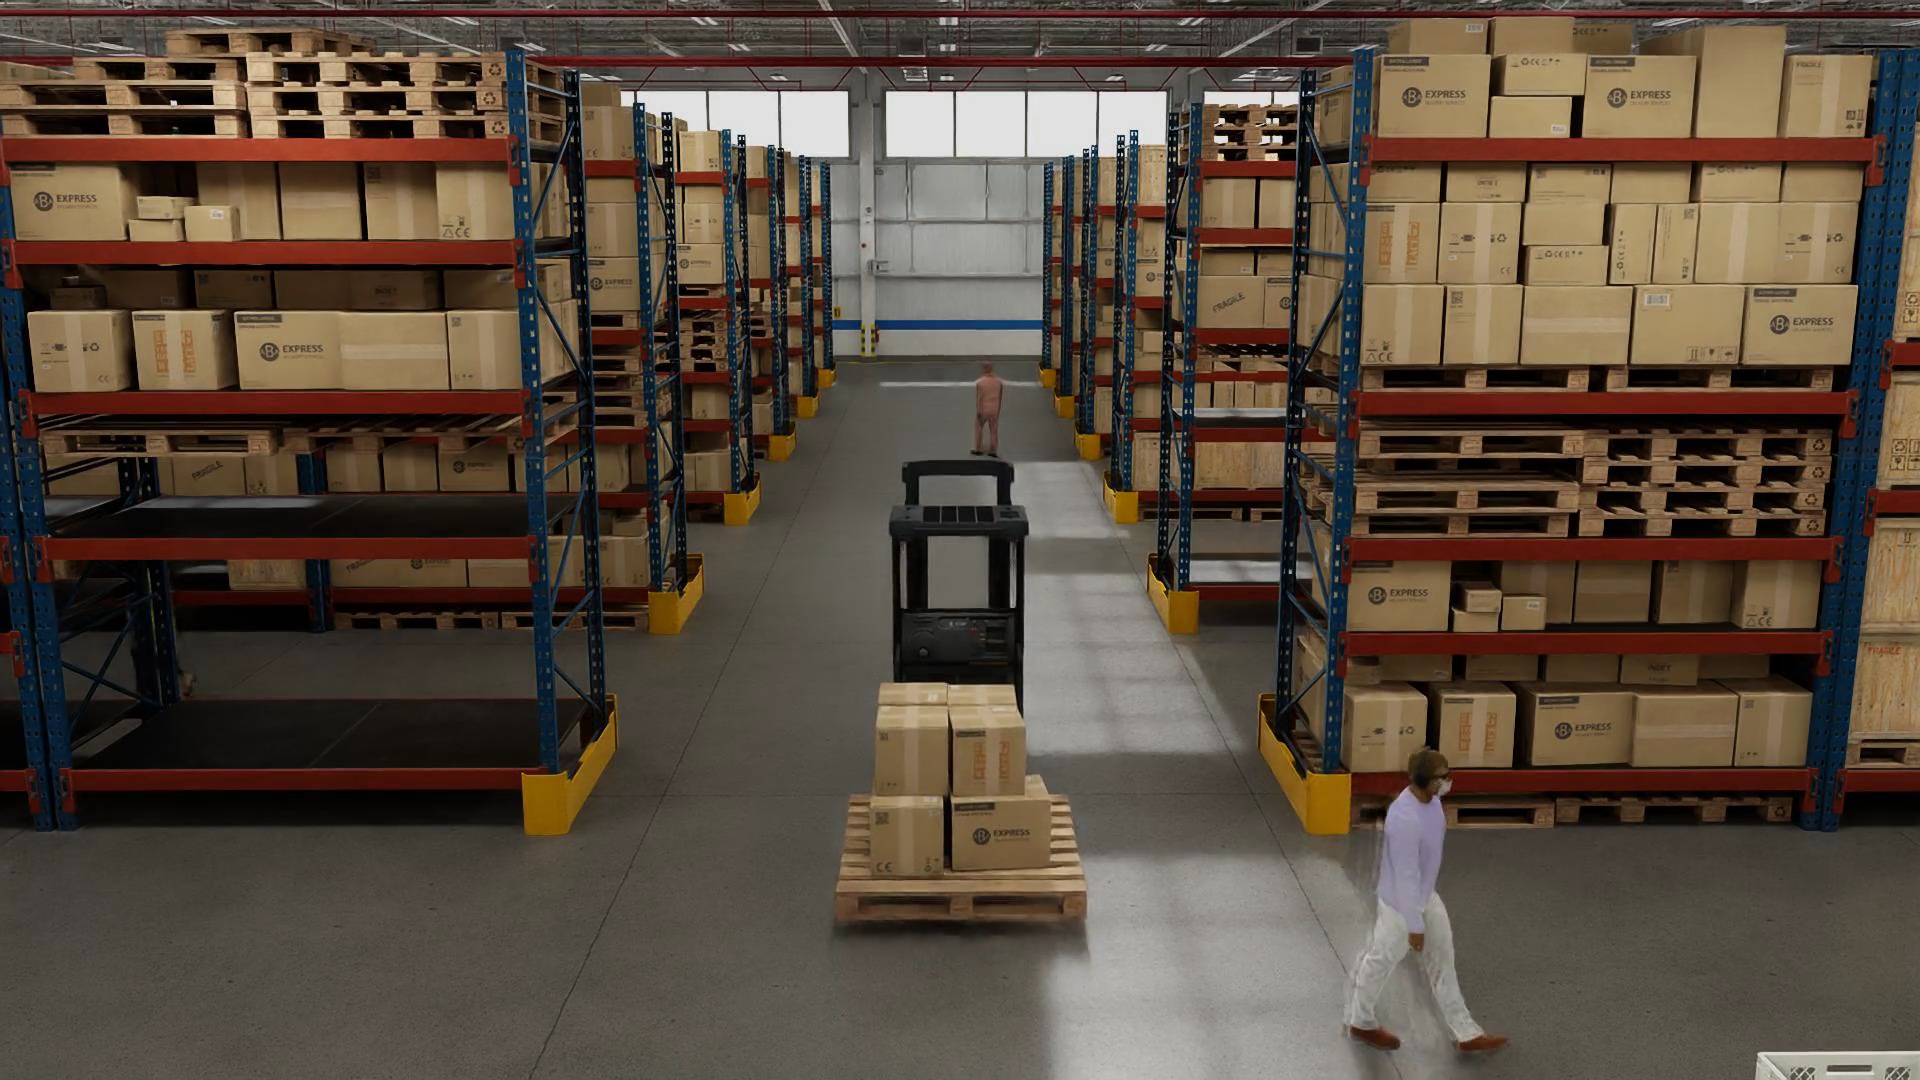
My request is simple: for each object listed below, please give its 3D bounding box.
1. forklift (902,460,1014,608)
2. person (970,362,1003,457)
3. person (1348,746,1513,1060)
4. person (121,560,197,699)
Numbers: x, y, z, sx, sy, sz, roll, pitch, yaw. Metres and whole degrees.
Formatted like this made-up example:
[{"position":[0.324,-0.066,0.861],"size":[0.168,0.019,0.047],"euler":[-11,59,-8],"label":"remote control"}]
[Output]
[{"position":[-0.016,0.715,14.154],"size":[1.129,2.768,1.873],"euler":[0,11,0],"label":"forklift"},{"position":[0.514,-2.602,33.101],"size":[0.651,1.879,0.818],"euler":[-6,13,-26],"label":"person"},{"position":[2.728,2.124,9.607],"size":[0.986,1.895,0.657],"euler":[7,13,32],"label":"person"},{"position":[-8.080,0.823,16.606],"size":[0.648,1.675,0.530],"euler":[-6,13,-28],"label":"person"}]
